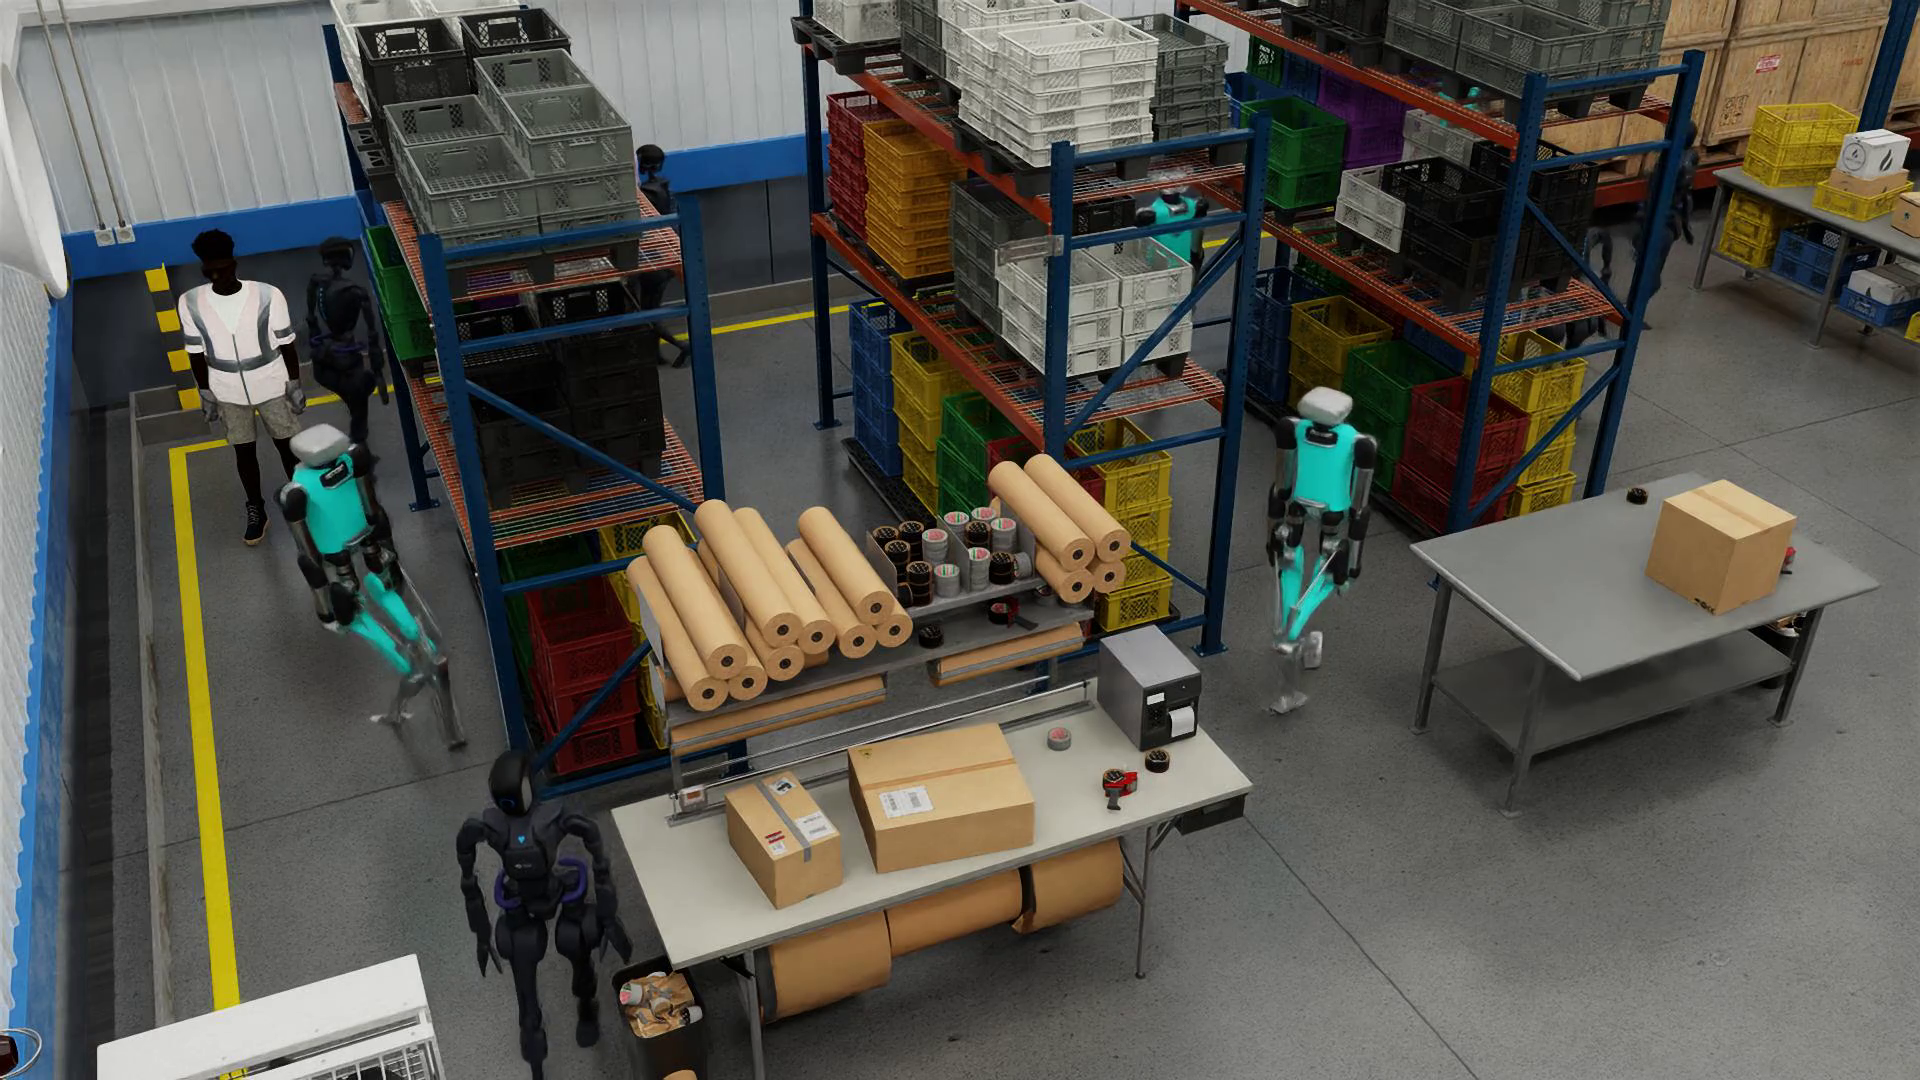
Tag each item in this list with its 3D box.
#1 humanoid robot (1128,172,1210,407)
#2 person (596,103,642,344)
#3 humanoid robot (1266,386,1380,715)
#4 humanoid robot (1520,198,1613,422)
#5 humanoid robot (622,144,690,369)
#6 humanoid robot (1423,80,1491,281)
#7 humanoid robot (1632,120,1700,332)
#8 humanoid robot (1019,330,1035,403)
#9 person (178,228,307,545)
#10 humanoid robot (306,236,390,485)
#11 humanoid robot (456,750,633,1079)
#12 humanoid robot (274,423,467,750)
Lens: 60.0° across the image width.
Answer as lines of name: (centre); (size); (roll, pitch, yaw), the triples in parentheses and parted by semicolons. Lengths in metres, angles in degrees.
humanoid robot: (1.293, -1.645, 11.332); (0.544, 1.890, 0.716); (-13, 34, -20)
person: (-2.520, -2.132, 11.744); (0.606, 2.044, 0.372); (-18, 36, -26)
humanoid robot: (1.697, 0.126, 8.358); (0.576, 1.734, 0.997); (21, 37, 30)
humanoid robot: (4.054, -1.523, 11.115); (0.611, 1.638, 0.459); (-3, 32, -6)
humanoid robot: (-2.157, -2.011, 11.914); (0.492, 1.639, 0.600); (6, 32, 10)
humanoid robot: (3.900, -2.841, 13.224); (0.548, 1.797, 0.898); (4, 32, 6)
humanoid robot: (5.252, -2.340, 12.431); (0.588, 1.649, 0.344); (-20, 37, -29)
humanoid robot: (0.405, -1.613, 11.223); (0.576, 1.788, 0.877); (-14, 34, -21)
person: (-4.183, -0.895, 9.806); (0.607, 1.965, 0.365); (-8, 33, -13)
humanoid robot: (-3.844, -1.103, 10.422); (0.616, 1.641, 0.480); (15, 35, 23)
humanoid robot: (-1.555, 1.460, 6.287); (0.596, 1.629, 0.744); (-4, 32, -7)
humanoid robot: (-2.736, 0.334, 8.114); (0.810, 1.842, 0.560); (14, 34, 22)
